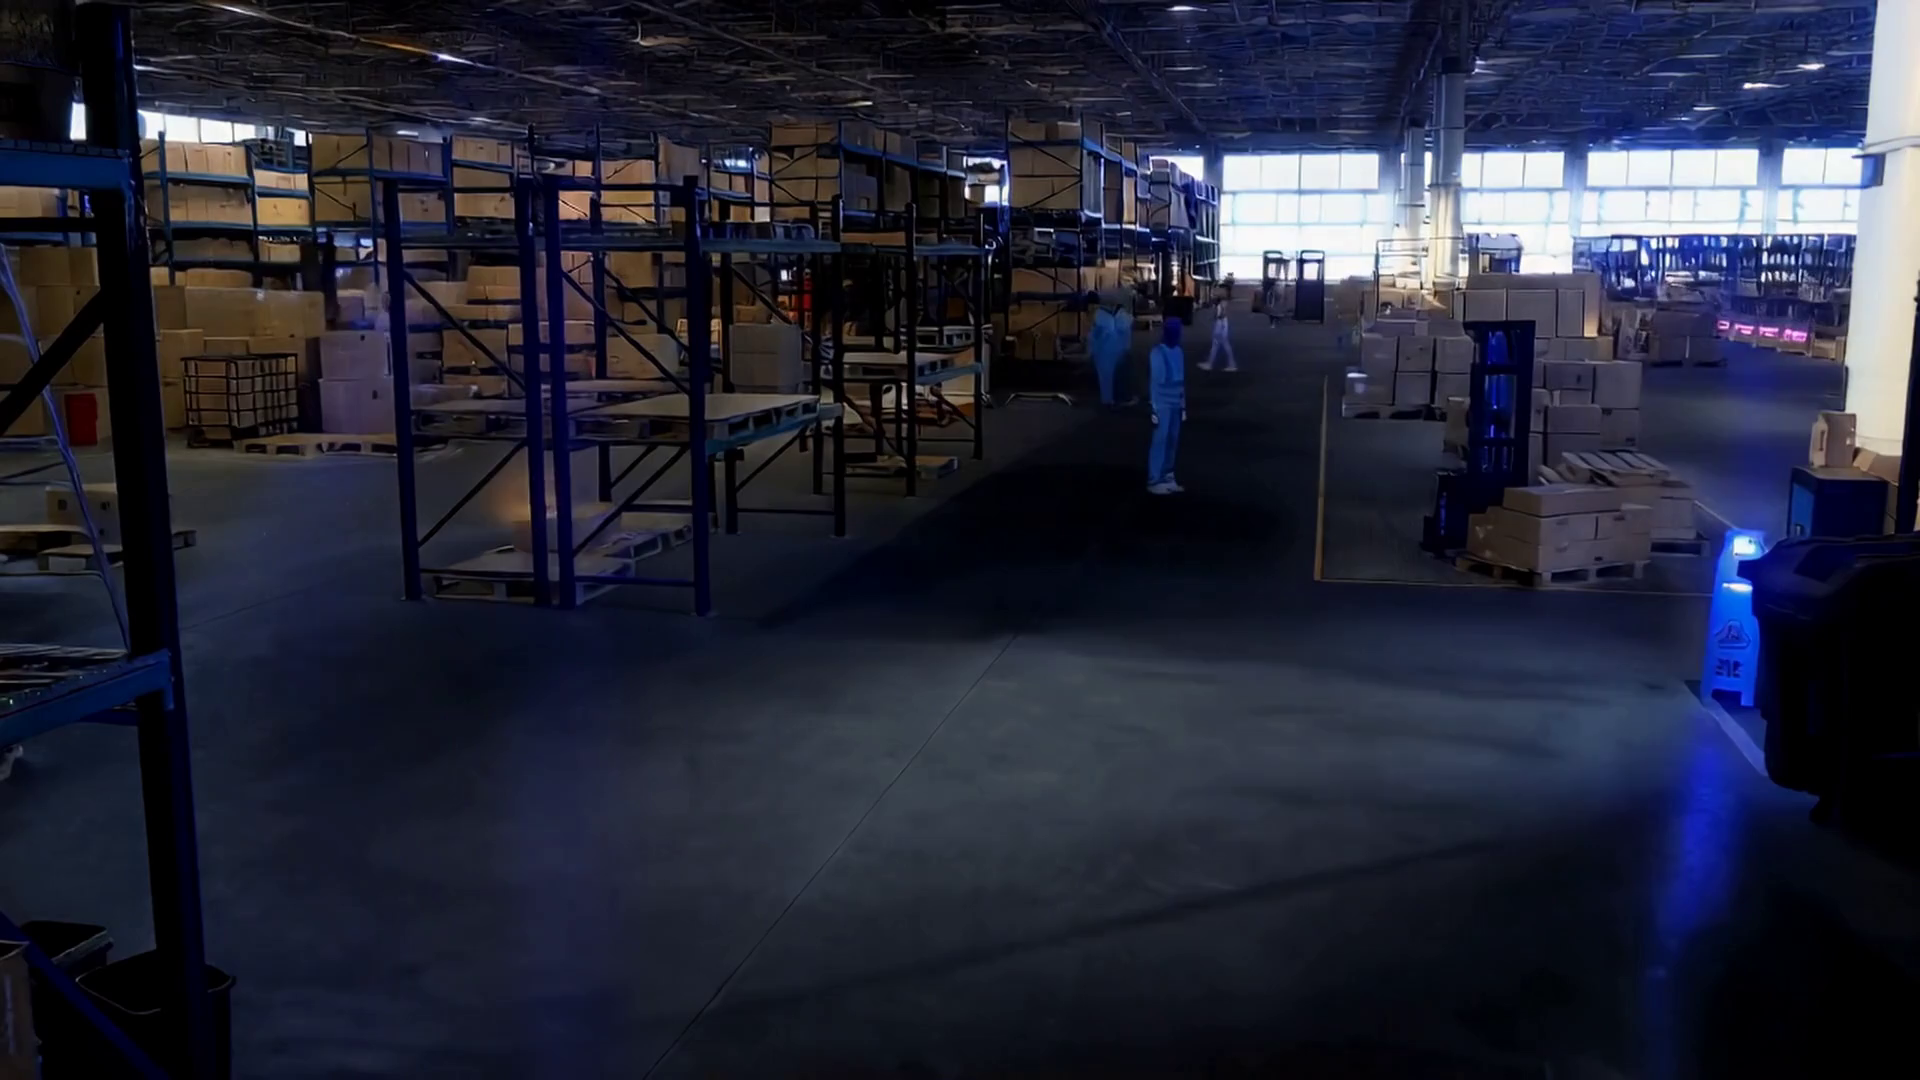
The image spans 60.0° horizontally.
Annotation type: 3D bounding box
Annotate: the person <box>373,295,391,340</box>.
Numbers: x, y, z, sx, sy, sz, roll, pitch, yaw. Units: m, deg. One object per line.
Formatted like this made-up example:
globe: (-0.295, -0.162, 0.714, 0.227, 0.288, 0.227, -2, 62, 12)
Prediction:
person: (-8.965, -2.859, 25.977, 0.743, 1.924, 0.638, 3, 10, 15)

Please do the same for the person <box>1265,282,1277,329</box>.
person: (11.023, -8.303, 58.882, 0.419, 1.681, 0.533, -2, 10, -13)

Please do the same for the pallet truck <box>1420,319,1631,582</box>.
pallet truck: (4.543, -0.757, 13.299, 0.823, 1.965, 1.885, -4, 10, -22)

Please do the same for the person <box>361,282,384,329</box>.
person: (-14.680, -5.503, 41.673, 0.587, 1.911, 0.397, -5, 11, -26)

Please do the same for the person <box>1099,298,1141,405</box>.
person: (2.754, -3.208, 28.322, 0.514, 1.826, 0.587, -5, 11, -27)

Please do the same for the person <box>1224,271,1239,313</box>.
person: (12.517, -11.461, 76.828, 0.930, 1.943, 0.623, -4, 10, -24)

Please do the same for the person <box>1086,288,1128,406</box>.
person: (2.473, -3.297, 28.213, 0.691, 2.000, 1.040, -2, 10, -13)

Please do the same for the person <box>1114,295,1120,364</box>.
person: (3.567, -4.974, 39.362, 0.338, 1.640, 0.524, -7, 12, -37)

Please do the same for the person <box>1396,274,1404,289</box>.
person: (16.868, -9.219, 63.665, 0.394, 1.921, 0.574, 2, 10, 12)

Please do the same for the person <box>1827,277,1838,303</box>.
person: (34.486, -9.498, 65.749, 0.328, 1.765, 0.532, -1, 10, -5)

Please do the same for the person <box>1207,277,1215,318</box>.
person: (10.533, -10.184, 69.866, 0.374, 1.752, 0.515, 4, 10, 21)

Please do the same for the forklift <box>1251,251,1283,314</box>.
forklift: (14.046, -11.613, 74.975, 1.129, 2.768, 1.873, -4, 10, -20)

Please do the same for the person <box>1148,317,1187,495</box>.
person: (2.188, -1.407, 17.523, 0.350, 1.878, 0.568, 7, 12, 37)

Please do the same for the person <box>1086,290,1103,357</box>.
person: (3.384, -5.413, 41.768, 0.547, 1.695, 0.320, 7, 12, 38)

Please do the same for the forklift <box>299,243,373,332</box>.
forklift: (-13.880, -5.062, 36.182, 1.873, 2.768, 1.129, 2, 10, 11)

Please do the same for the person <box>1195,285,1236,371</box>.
person: (5.686, -4.682, 36.824, 0.922, 1.893, 0.568, 1, 10, 5)

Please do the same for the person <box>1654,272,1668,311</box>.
person: (30.729, -10.791, 72.991, 0.965, 1.896, 0.639, 7, 12, 34)

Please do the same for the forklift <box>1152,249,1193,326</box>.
forklift: (7.646, -9.320, 61.395, 1.873, 2.768, 1.129, 2, 10, 11)

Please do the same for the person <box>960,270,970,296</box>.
person: (0.248, -12.541, 83.258, 0.552, 1.935, 0.367, -2, 10, -14)

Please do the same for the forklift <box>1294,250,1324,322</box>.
forklift: (13.778, -10.002, 65.433, 1.129, 2.768, 1.873, 2, 10, 12)

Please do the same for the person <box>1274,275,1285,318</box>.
person: (13.452, -10.278, 70.220, 0.403, 1.822, 0.591, -5, 11, -28)

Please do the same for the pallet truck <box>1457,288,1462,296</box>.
pallet truck: (20.506, -9.785, 68.819, 0.653, 1.274, 1.630, 2, 10, 12)

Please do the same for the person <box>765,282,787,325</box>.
person: (-5.315, -6.518, 47.928, 0.637, 1.831, 0.537, 2, 10, 14)

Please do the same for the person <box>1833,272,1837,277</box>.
person: (42.288, -12.003, 80.339, 0.397, 1.847, 0.564, 1, 10, 5)

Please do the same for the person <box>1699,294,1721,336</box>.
person: (19.029, -5.448, 42.276, 0.496, 1.591, 0.845, 2, 10, 11)

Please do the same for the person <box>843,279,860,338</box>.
person: (-2.798, -5.524, 41.586, 0.611, 1.984, 0.408, -4, 10, -20)
